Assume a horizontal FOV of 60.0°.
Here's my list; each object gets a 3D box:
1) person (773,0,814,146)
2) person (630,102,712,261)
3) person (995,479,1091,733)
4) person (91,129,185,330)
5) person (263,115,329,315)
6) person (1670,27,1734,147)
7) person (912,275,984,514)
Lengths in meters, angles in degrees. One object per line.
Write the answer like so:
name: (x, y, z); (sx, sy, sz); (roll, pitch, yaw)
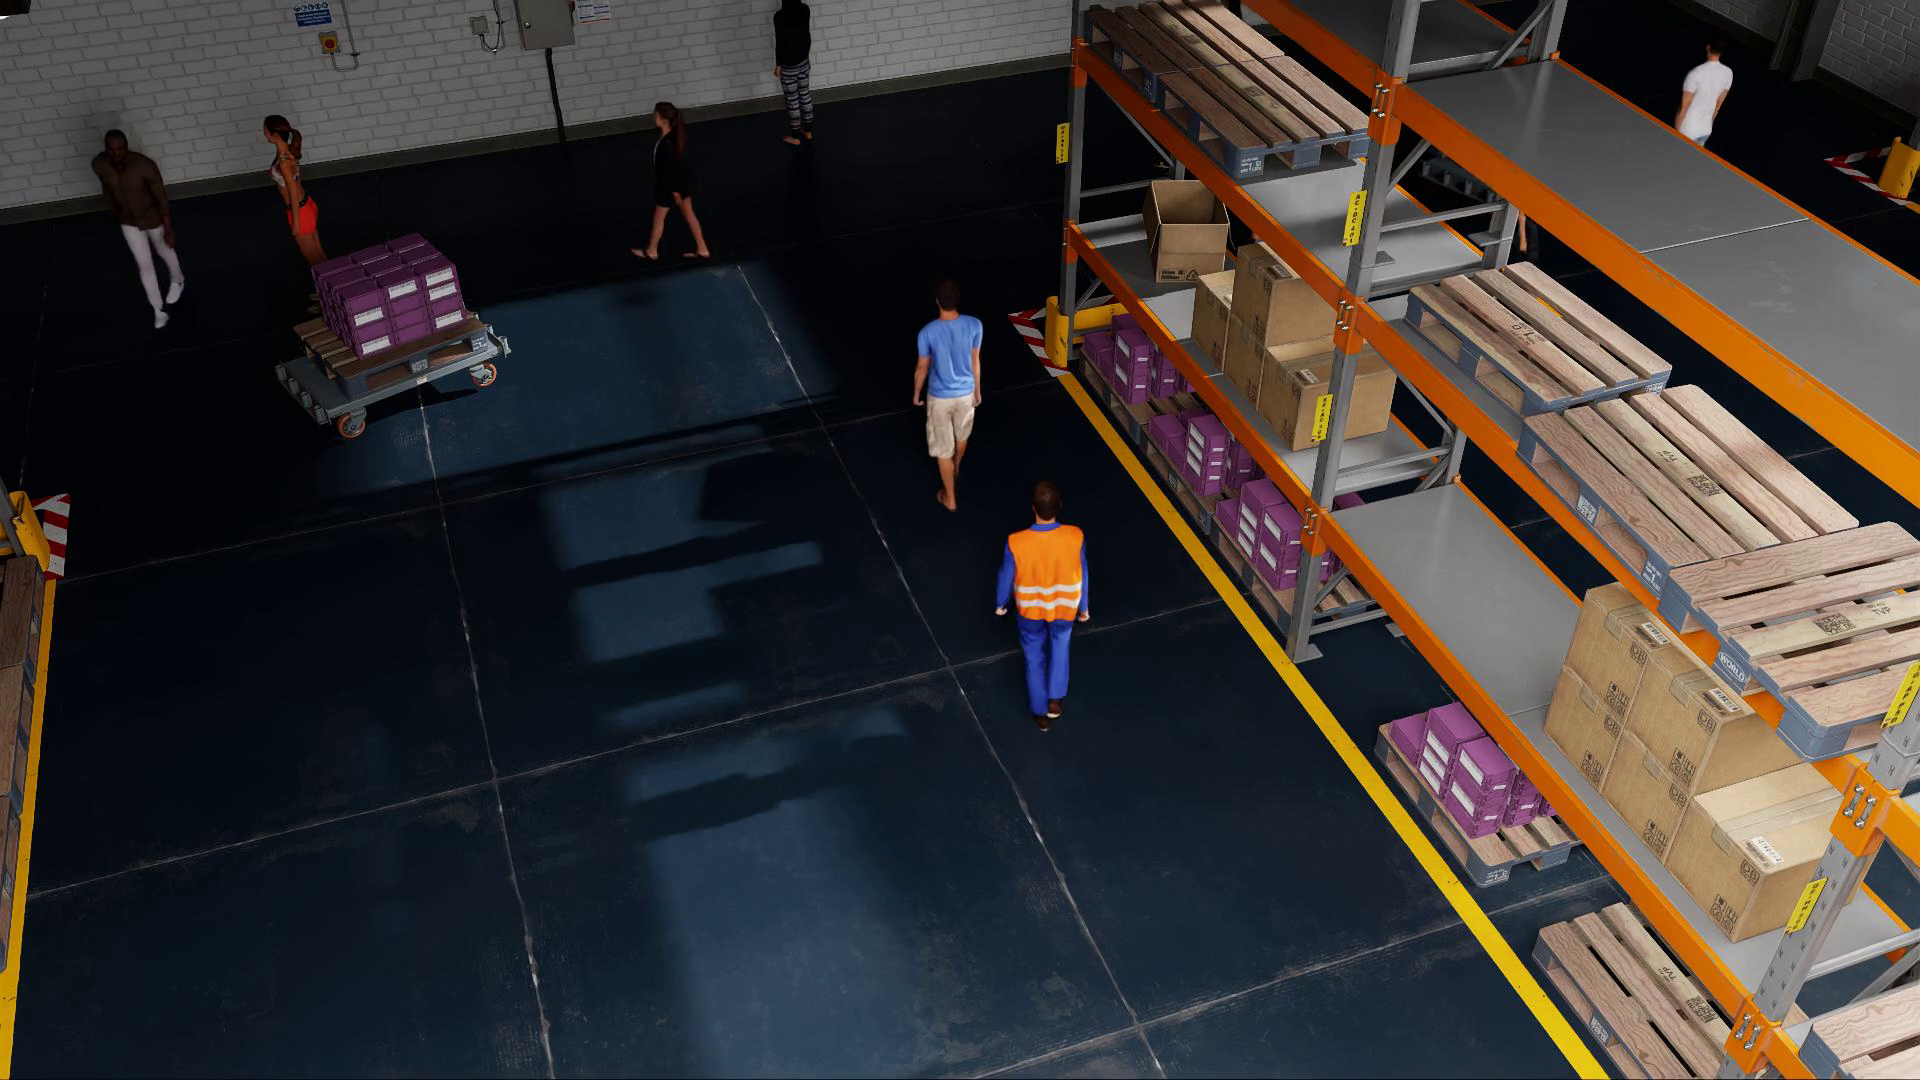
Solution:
person: (-1.690, -4.887, 16.927); (0.682, 1.734, 0.664); (-32, 48, -33)
person: (-2.501, -3.208, 14.992); (0.869, 1.526, 0.959); (5, 39, 6)
person: (0.536, 0.472, 10.122); (0.798, 1.853, 0.772); (-4, 39, -4)
person: (-6.986, -2.763, 14.241); (0.892, 1.768, 1.154); (0, 39, 0)
person: (-5.645, -2.794, 14.261); (0.678, 1.791, 0.543); (-7, 39, -8)
person: (6.847, -3.807, 15.485); (0.711, 1.846, 0.686); (-8, 39, -10)
person: (-0.048, -1.013, 11.985); (0.623, 1.849, 0.908); (-12, 40, -15)
